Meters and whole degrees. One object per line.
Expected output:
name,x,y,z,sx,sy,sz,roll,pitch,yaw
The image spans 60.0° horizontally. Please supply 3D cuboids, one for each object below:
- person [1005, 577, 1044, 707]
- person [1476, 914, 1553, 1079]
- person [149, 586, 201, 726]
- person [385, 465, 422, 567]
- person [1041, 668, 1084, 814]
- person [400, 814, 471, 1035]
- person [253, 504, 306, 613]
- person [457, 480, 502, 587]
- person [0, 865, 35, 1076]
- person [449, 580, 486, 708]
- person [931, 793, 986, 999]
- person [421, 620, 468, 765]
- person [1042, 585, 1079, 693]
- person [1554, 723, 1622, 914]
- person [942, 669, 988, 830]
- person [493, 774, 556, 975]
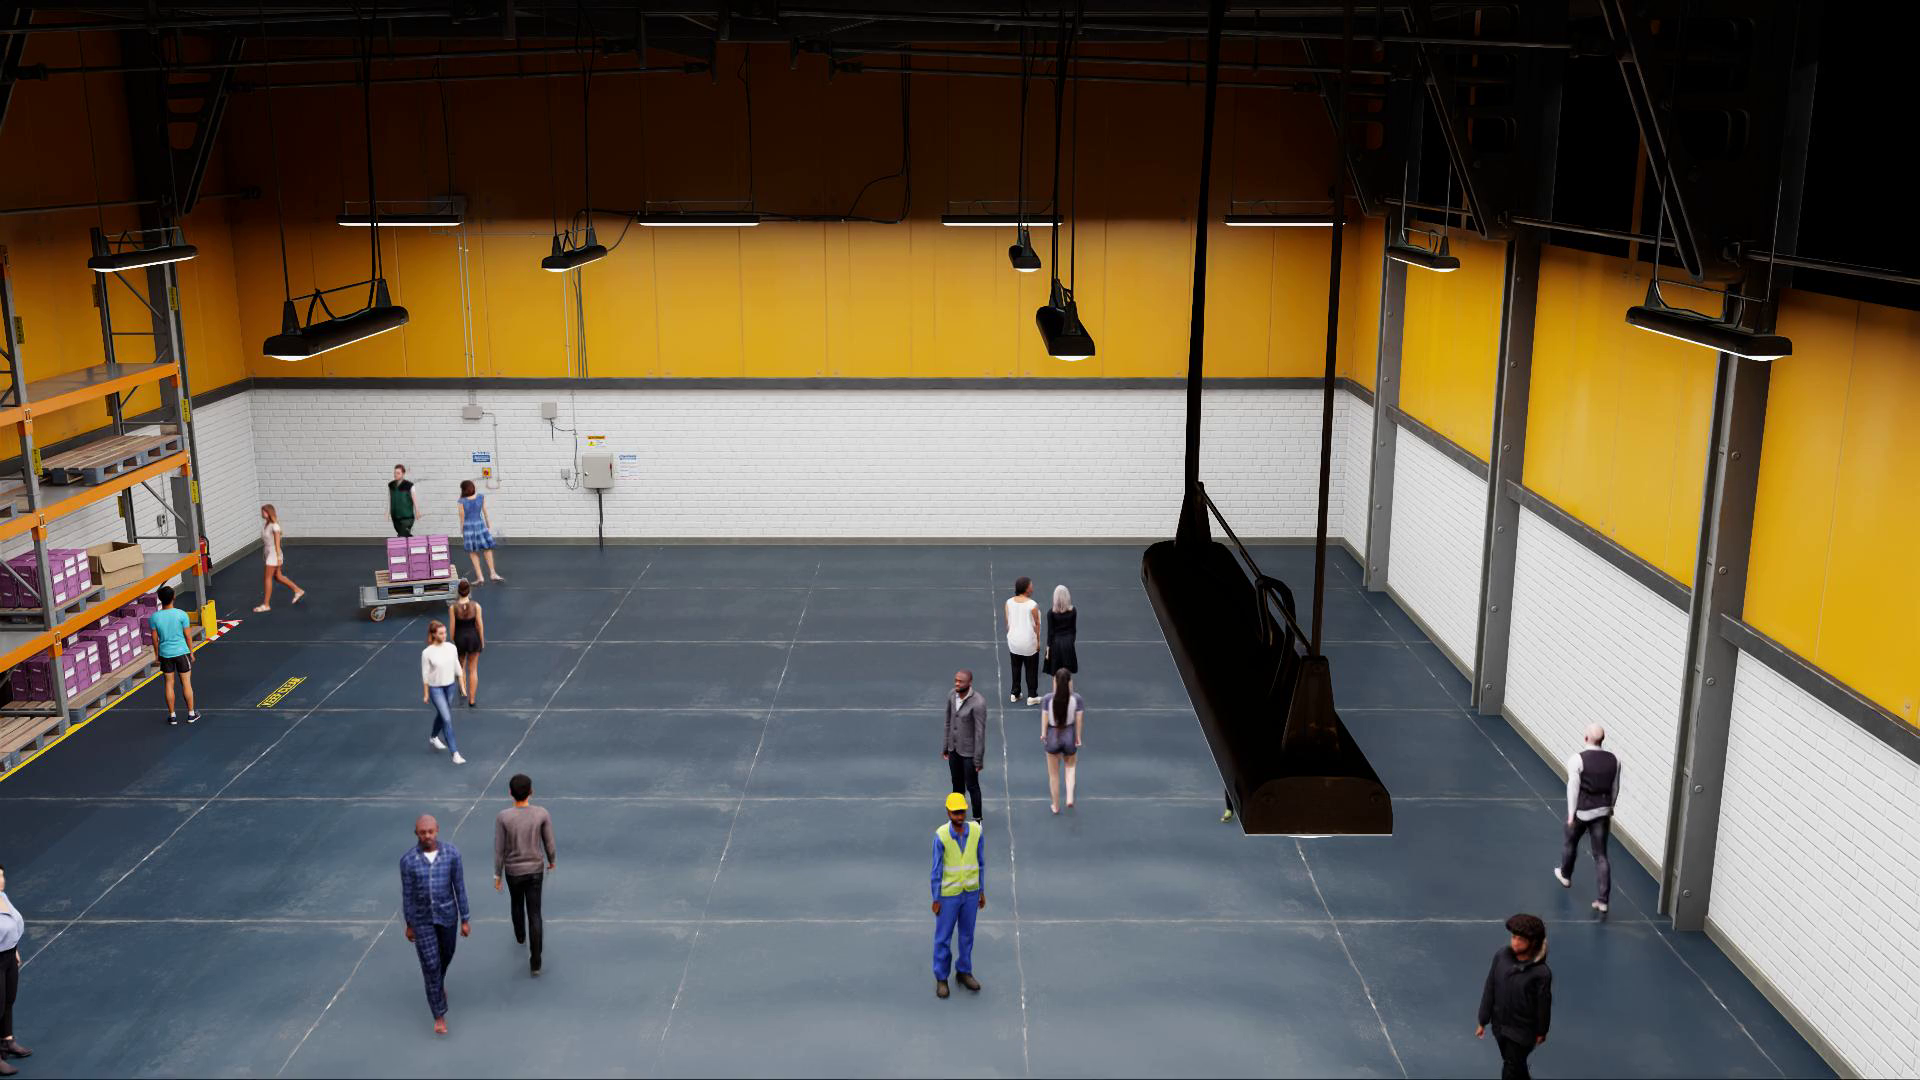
person,0.844,1.306,21.735,0.764,1.687,0.805,10,17,37
person,4.144,3.554,12.326,1.139,1.746,1.138,-11,18,-39
person,-9.907,1.447,20.963,0.670,1.776,0.621,-4,14,-16
person,-9.528,-0.402,28.581,0.895,1.784,1.253,4,14,18
person,1.112,2.215,18.086,0.609,1.637,0.595,-1,14,-4
person,-4.426,3.136,13.968,1.012,1.785,1.251,-7,15,-26
person,-10.695,0.263,26.088,1.081,1.666,1.058,-11,18,-39
person,-7.957,-0.120,27.415,0.851,1.786,0.891,-8,16,-31
person,-7.603,3.360,13.133,0.722,1.743,0.526,-2,14,-6
person,-6.404,1.361,21.581,0.763,1.652,0.980,-4,14,-17
person,-0.017,3.030,14.351,0.746,1.812,0.713,-6,15,-23
person,-6.203,1.788,19.773,1.151,1.674,1.143,11,18,39
person,1.282,1.417,21.151,0.687,1.746,0.695,-6,15,-23
person,6.048,2.683,15.864,0.730,1.774,1.231,0,14,-2
person,0.065,2.226,17.668,0.845,1.814,0.781,-13,19,-43
person,-3.855,2.986,14.711,0.889,1.728,1.162,-3,14,-11
